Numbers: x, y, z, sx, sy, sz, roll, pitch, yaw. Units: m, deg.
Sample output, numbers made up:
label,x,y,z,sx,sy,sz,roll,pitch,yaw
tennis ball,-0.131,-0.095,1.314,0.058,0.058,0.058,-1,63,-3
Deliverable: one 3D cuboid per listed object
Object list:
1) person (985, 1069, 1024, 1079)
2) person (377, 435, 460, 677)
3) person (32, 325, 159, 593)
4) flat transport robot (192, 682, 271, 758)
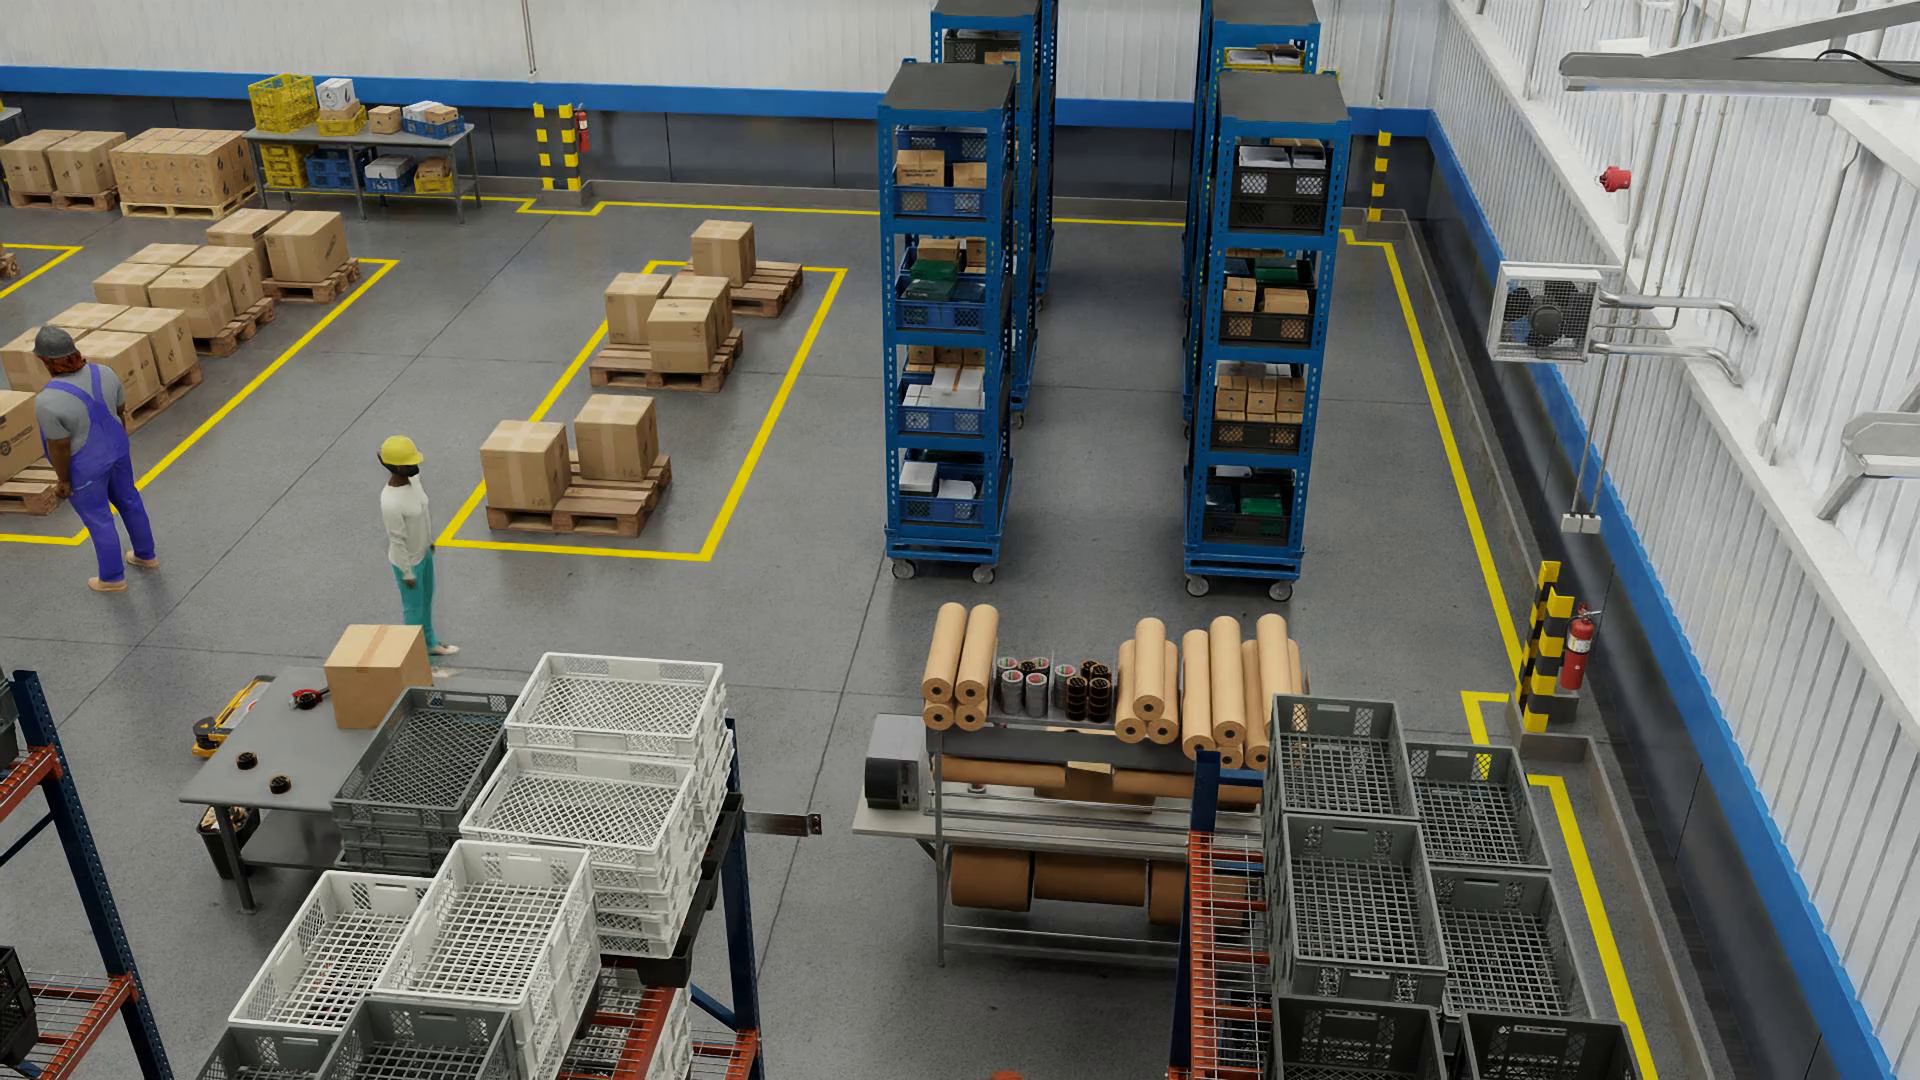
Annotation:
label,x,y,z,sx,sy,sz,roll,pitch,yaw
person,0.166,2.743,6.357,0.573,1.884,0.357,-20,36,-30
person,-3.595,0.100,11.012,0.324,1.767,0.531,1,30,1
person,-6.271,-0.591,11.929,0.537,2.000,0.673,11,32,18
flat transport robot,-4.089,1.163,10.648,1.431,0.197,0.652,3,30,6
